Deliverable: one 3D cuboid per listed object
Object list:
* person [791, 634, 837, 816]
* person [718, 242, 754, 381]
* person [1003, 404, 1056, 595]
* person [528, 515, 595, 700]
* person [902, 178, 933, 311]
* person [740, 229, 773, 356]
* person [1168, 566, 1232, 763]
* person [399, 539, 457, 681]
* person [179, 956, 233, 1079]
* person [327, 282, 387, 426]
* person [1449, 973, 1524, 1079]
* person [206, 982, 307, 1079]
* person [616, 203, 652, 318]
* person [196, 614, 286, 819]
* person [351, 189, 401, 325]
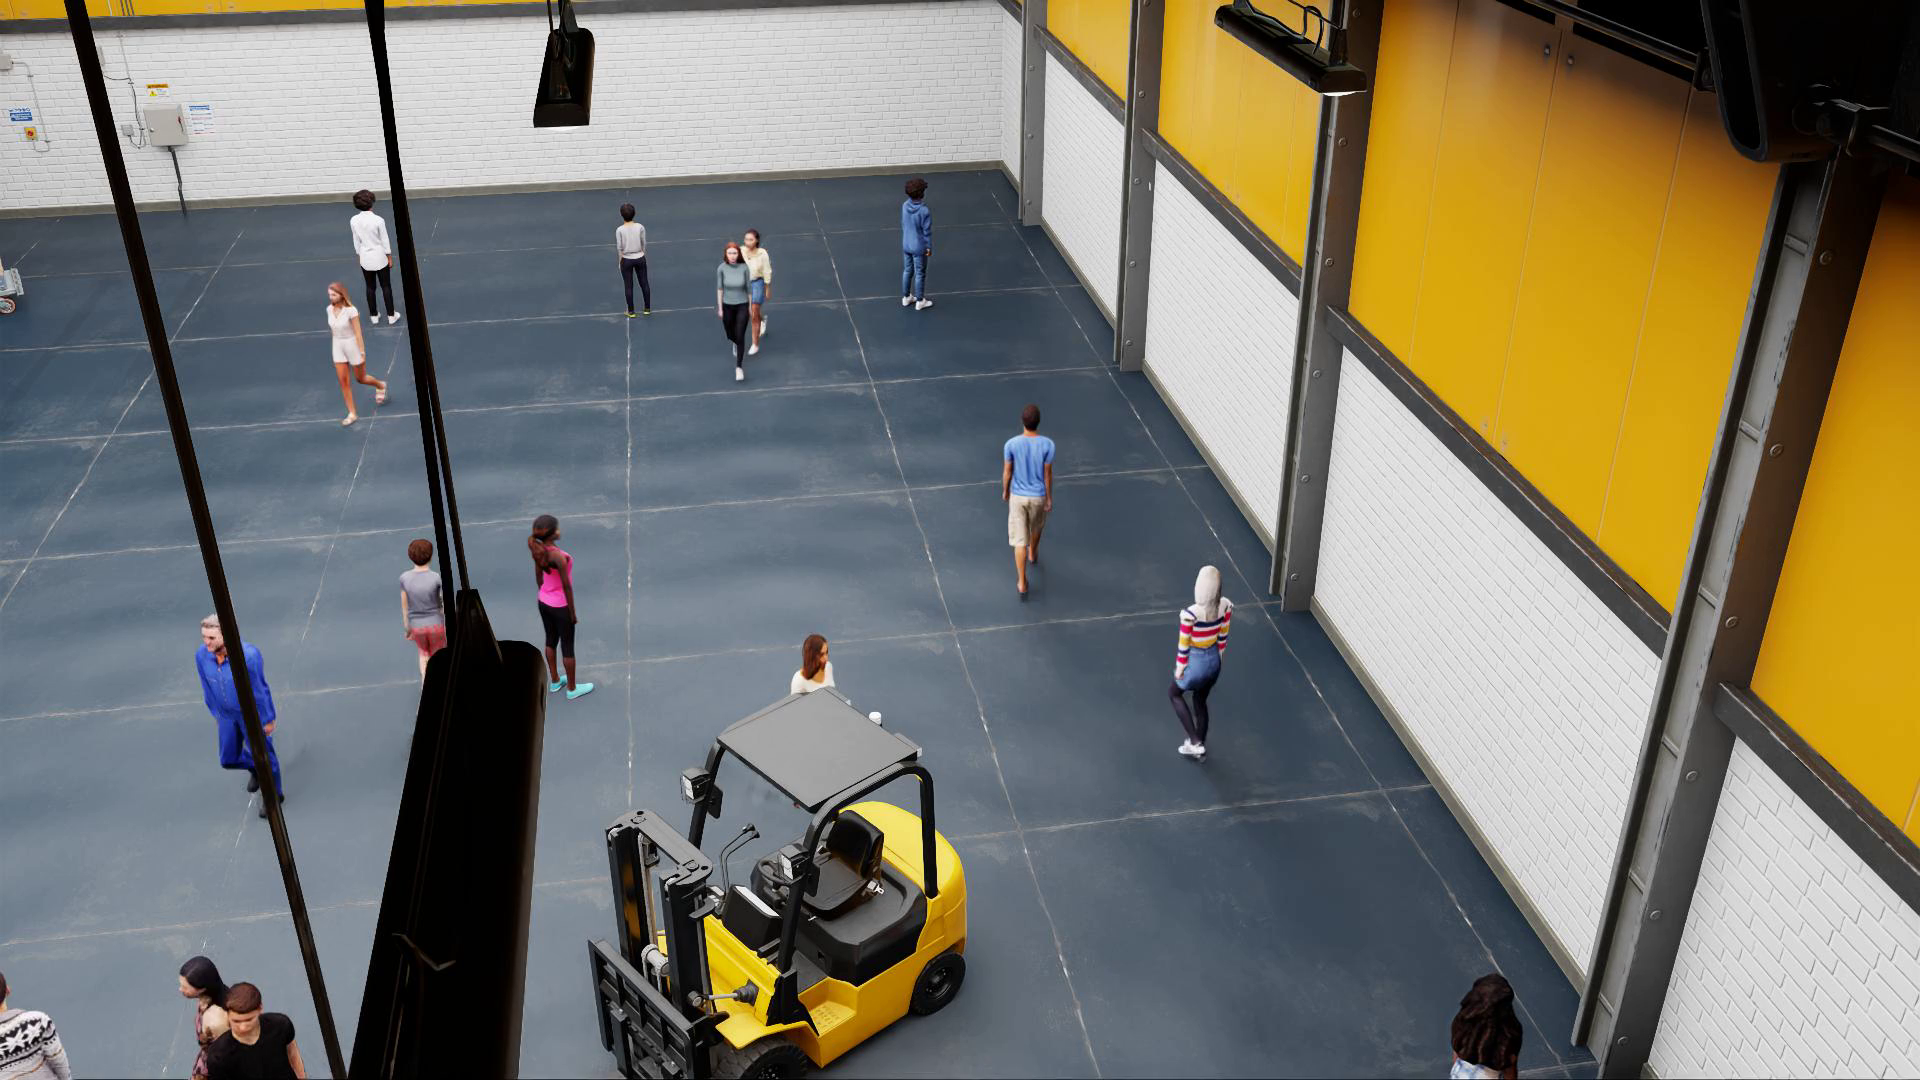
[{"bbox_3d":[-1.182,1.436,12.797,0.859,1.673,0.799,20,34,32],"label":"person"},{"bbox_3d":[-2.783,-2.886,20.663,0.654,1.728,1.004,-2,29,-4],"label":"person"},{"bbox_3d":[0.651,-0.359,15.939,0.778,1.816,1.251,0,29,0],"label":"person"},{"bbox_3d":[-3.483,0.566,14.337,0.649,1.725,0.717,22,35,34],"label":"person"},{"bbox_3d":[-0.607,-4.050,22.710,0.711,1.810,0.812,25,37,37],"label":"person"},{"bbox_3d":[-2.645,-3.249,21.455,0.943,1.606,1.154,9,30,15],"label":"person"},{"bbox_3d":[1.973,1.043,13.387,0.741,1.798,0.734,-14,32,-24],"label":"person"},{"bbox_3d":[-4.494,0.790,14.019,0.657,1.637,0.691,0,29,0],"label":"person"},{"bbox_3d":[-4.124,3.090,9.710,0.940,1.725,1.182,-15,32,-25],"label":"person"},{"bbox_3d":[-7.126,-2.239,19.533,0.878,1.674,1.092,9,30,16],"label":"person"},{"bbox_3d":[2.996,3.185,9.644,0.725,1.621,0.646,-23,36,-36],"label":"person"},{"bbox_3d":[-3.894,3.203,9.361,0.795,1.861,0.764,24,37,37],"label":"person"},{"bbox_3d":[-4.424,-3.791,22.503,0.595,1.554,0.567,-13,31,-23],"label":"person"},{"bbox_3d":[-5.507,1.299,12.906,0.838,1.809,0.856,4,29,7],"label":"person"},{"bbox_3d":[-7.836,-3.781,22.222,0.664,1.805,0.614,1,29,1],"label":"person"}]
